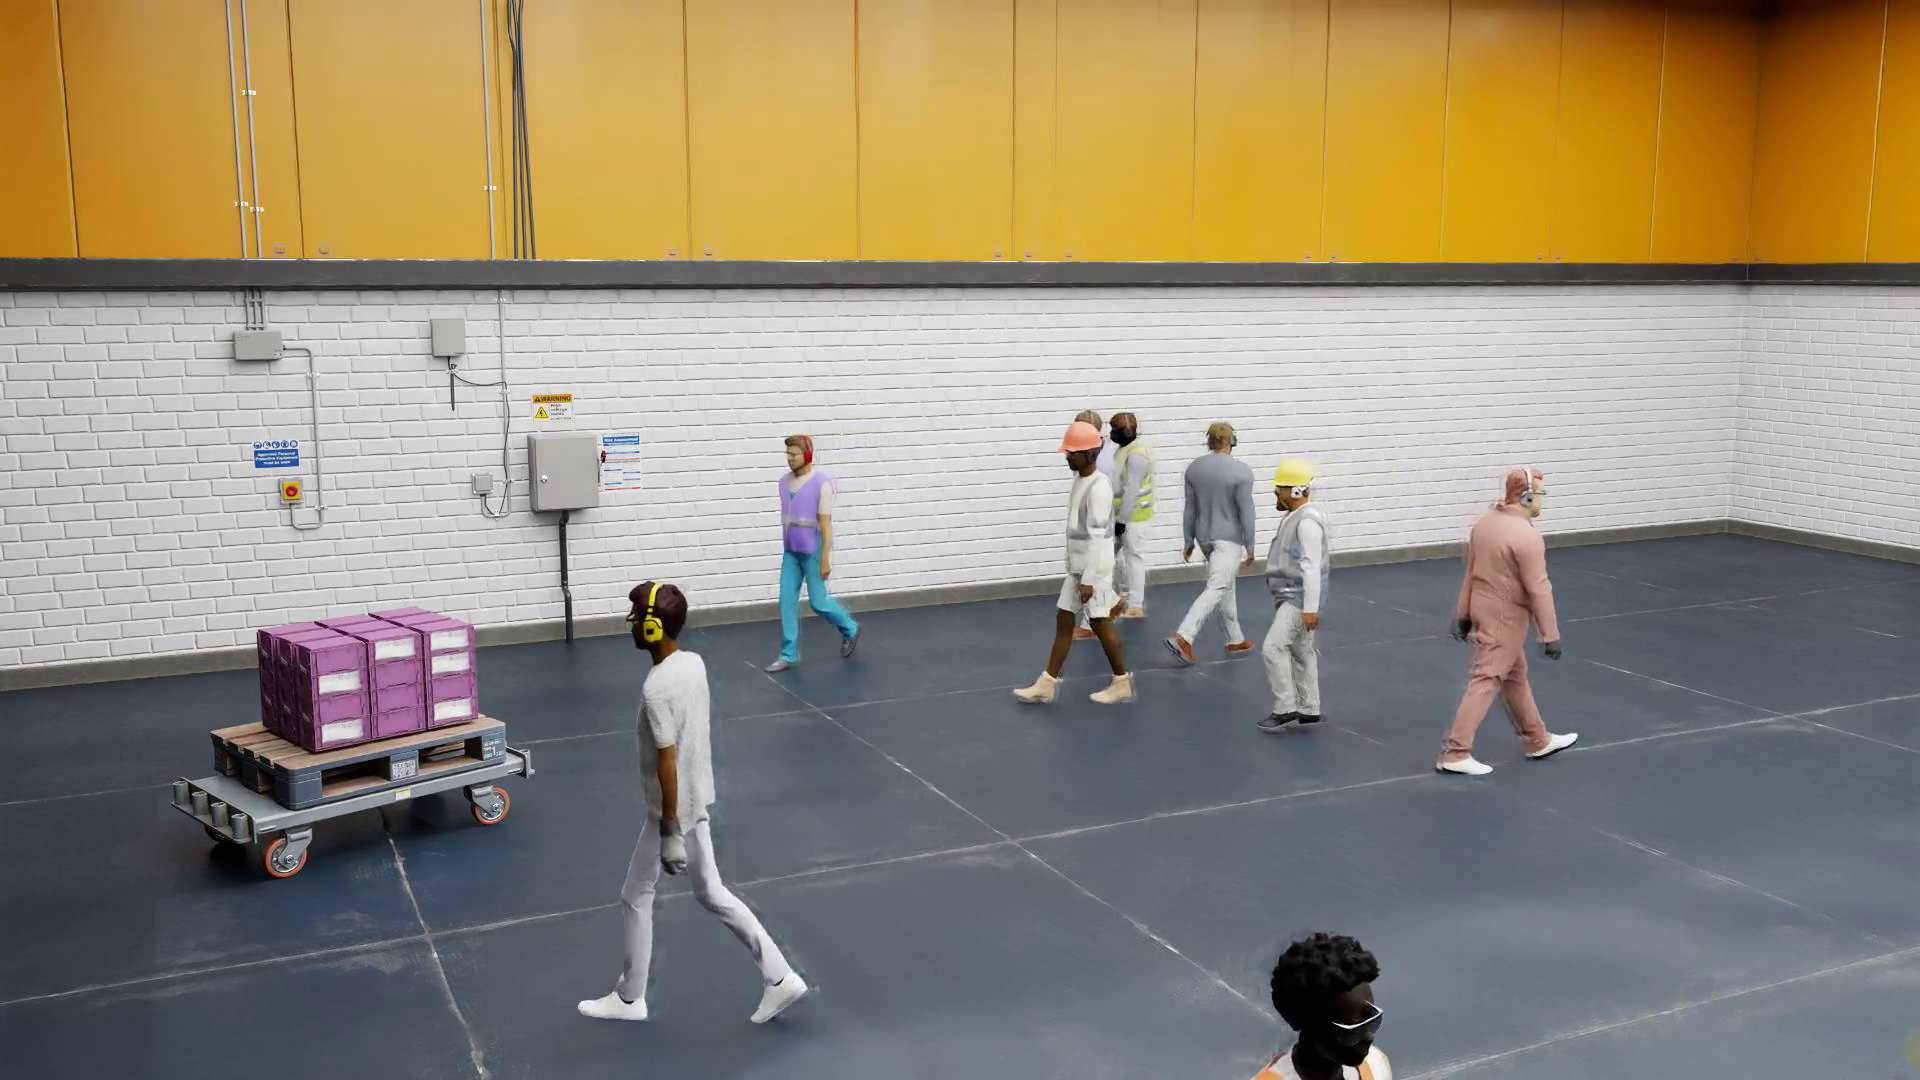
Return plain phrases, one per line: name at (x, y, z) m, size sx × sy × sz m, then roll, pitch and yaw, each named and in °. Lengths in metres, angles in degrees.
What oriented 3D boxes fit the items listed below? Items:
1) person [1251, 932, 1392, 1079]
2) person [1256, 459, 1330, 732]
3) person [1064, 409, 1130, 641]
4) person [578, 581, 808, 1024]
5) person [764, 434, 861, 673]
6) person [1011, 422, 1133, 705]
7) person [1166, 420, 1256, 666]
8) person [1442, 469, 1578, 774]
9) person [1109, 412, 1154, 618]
person at (0.818, 1.644, 3.534) m, size 0.843 × 1.648 × 0.552 m, roll 9°, pitch 13°, yaw 44°
person at (2.149, 0.370, 10.966) m, size 0.588 × 1.812 × 0.628 m, roll 0°, pitch 9°, yaw 3°
person at (1.107, -0.122, 13.682) m, size 0.492 × 1.922 × 0.648 m, roll -1°, pitch 9°, yaw -9°
person at (-1.069, 1.067, 6.634) m, size 0.921 × 1.831 × 0.535 m, roll 2°, pitch 9°, yaw 14°
person at (-1.135, 0.086, 12.728) m, size 0.576 × 1.819 × 0.800 m, roll 9°, pitch 13°, yaw 43°
person at (0.828, 0.182, 11.555) m, size 0.865 × 2.004 × 0.631 m, roll -2°, pitch 9°, yaw -14°
person at (1.958, 0.015, 12.971) m, size 0.983 × 1.894 × 0.637 m, roll -8°, pitch 12°, yaw -40°
person at (3.372, 0.496, 10.064) m, size 0.982 × 1.853 × 0.694 m, roll -1°, pitch 9°, yaw -7°
person at (1.464, -0.211, 14.550) m, size 0.446 × 1.824 × 0.627 m, roll -2°, pitch 9°, yaw -11°
